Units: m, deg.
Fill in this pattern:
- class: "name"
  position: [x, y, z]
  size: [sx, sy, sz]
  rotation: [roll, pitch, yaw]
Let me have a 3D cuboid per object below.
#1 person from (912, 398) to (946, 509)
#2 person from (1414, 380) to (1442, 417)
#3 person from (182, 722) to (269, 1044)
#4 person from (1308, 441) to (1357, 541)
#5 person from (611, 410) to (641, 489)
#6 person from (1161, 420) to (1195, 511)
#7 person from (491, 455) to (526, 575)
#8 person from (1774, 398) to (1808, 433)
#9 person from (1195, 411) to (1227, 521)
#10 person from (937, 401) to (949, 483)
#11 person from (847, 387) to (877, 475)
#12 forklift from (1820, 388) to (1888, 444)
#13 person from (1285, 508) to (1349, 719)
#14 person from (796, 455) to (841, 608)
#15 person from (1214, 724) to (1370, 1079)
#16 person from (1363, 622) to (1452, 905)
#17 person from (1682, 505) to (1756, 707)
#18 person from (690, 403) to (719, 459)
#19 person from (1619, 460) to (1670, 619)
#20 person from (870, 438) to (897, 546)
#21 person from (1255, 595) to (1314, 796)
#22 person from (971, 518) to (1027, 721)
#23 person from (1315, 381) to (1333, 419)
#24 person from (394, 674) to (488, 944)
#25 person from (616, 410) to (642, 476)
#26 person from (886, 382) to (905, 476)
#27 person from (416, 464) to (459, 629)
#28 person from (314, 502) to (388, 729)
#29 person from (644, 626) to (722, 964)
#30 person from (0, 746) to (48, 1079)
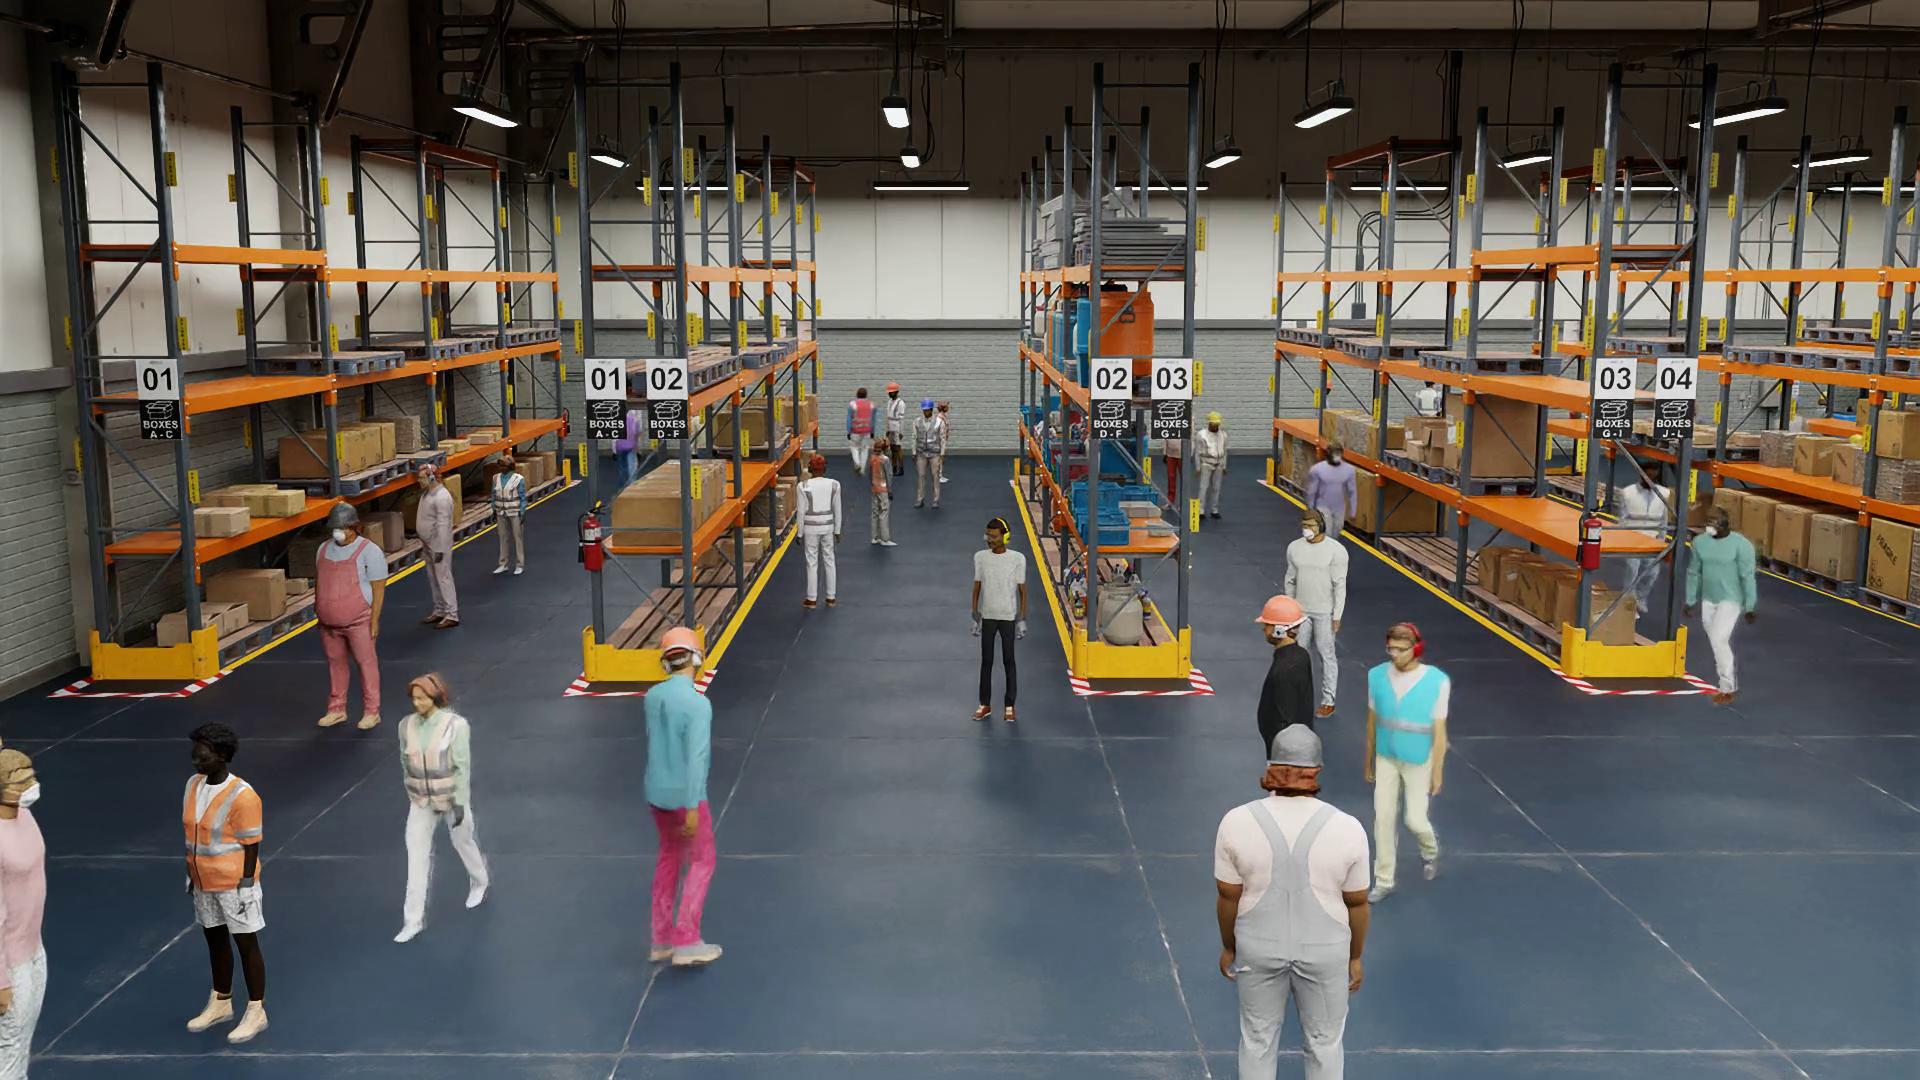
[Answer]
- class: "person"
  position: [-0.555, -1.516, 29.194]
  size: [0.612, 1.946, 0.405]
  rotation: [2, 9, 14]
- class: "person"
  position: [10.249, -2.630, 36.394]
  size: [0.602, 1.938, 0.400]
  rotation: [4, 10, 25]
- class: "person"
  position: [-3.882, 1.787, 8.754]
  size: [0.535, 1.697, 0.318]
  rotation: [5, 10, 27]
- class: "person"
  position: [4.953, -0.396, 22.215]
  size: [0.639, 1.893, 1.029]
  rotation: [-1, 9, -4]
- class: "person"
  position: [-6.121, -1.668, 30.546]
  size: [0.595, 1.845, 1.056]
  rotation: [-3, 9, -21]
- class: "person"
  position: [3.776, -1.489, 28.868]
  size: [0.613, 1.994, 0.395]
  rotation: [8, 12, 41]
- class: "person"
  position: [-6.143, -0.345, 22.650]
  size: [0.514, 1.640, 0.310]
  rotation: [3, 9, 16]
- class: "person"
  position: [14.916, -1.596, 29.907]
  size: [0.632, 1.888, 1.023]
  rotation: [1, 9, 8]
- class: "person"
  position: [4.206, -1.238, 27.776]
  size: [0.600, 1.829, 0.404]
  rotation: [-4, 10, -22]
- class: "person"
  position: [-0.364, -1.956, 33.054]
  size: [0.318, 1.630, 0.513]
  rotation: [1, 9, 4]
- class: "person"
  position: [-2.034, -2.239, 34.260]
  size: [0.637, 1.817, 0.447]
  rotation: [-3, 9, -17]
- class: "forklift"
  position: [20.072, -3.110, 36.462]
  size: [1.873, 2.768, 1.129]
  rotation: [0, 9, 0]
- class: "person"
  position: [3.247, 0.662, 15.251]
  size: [0.625, 1.934, 0.376]
  rotation: [8, 12, 41]
- class: "person"
  position: [-1.729, -0.105, 20.321]
  size: [0.585, 1.882, 0.344]
  rotation: [-4, 10, -25]
- class: "person"
  position: [1.496, 1.809, 7.506]
  size: [0.675, 2.000, 0.536]
  rotation: [2, 9, 15]
- class: "person"
  position: [2.870, 1.417, 10.706]
  size: [0.586, 1.822, 0.592]
  rotation: [7, 12, 40]
- class: "person"
  position: [7.133, 0.610, 15.687]
  size: [0.682, 1.903, 0.624]
  rotation: [-4, 10, -25]
- class: "person"
  position: [-4.409, -1.517, 29.043]
  size: [0.609, 1.996, 0.379]
  rotation: [-4, 10, -26]
- class: "person"
  position: [8.068, -0.010, 19.663]
  size: [0.614, 1.900, 0.446]
  rotation: [0, 9, 2]
- class: "person"
  position: [-1.183, -0.723, 25.081]
  size: [0.308, 1.640, 0.511]
  rotation: [-7, 11, -37]
- class: "person"
  position: [2.068, 1.339, 10.678]
  size: [0.395, 1.993, 0.614]
  rotation: [4, 10, 22]
- class: "person"
  position: [0.352, 0.719, 15.091]
  size: [0.518, 1.862, 0.323]
  rotation: [2, 9, 15]
- class: "person"
  position: [7.666, -2.427, 35.087]
  size: [0.353, 1.939, 0.544]
  rotation: [4, 10, 22]
- class: "person"
  position: [-3.212, 1.597, 10.317]
  size: [0.510, 1.600, 0.846]
  rotation: [2, 9, 10]
- class: "person"
  position: [-6.819, -2.217, 34.068]
  size: [0.586, 1.835, 0.403]
  rotation: [1, 9, 3]
- class: "person"
  position: [-1.350, -2.272, 34.133]
  size: [0.388, 1.929, 0.548]
  rotation: [-5, 10, -31]
- class: "person"
  position: [-6.070, 0.065, 19.200]
  size: [0.398, 1.900, 0.639]
  rotation: [-7, 11, -38]
- class: "person"
  position: [-5.477, 0.671, 14.827]
  size: [0.684, 2.000, 0.538]
  rotation: [2, 9, 13]
- class: "person"
  position: [-1.654, 1.494, 9.823]
  size: [0.644, 1.947, 0.537]
  rotation: [8, 12, 43]
- class: "person"
  position: [-4.248, 1.868, 7.453]
  size: [0.374, 1.939, 0.629]
  rotation: [-3, 9, -16]
